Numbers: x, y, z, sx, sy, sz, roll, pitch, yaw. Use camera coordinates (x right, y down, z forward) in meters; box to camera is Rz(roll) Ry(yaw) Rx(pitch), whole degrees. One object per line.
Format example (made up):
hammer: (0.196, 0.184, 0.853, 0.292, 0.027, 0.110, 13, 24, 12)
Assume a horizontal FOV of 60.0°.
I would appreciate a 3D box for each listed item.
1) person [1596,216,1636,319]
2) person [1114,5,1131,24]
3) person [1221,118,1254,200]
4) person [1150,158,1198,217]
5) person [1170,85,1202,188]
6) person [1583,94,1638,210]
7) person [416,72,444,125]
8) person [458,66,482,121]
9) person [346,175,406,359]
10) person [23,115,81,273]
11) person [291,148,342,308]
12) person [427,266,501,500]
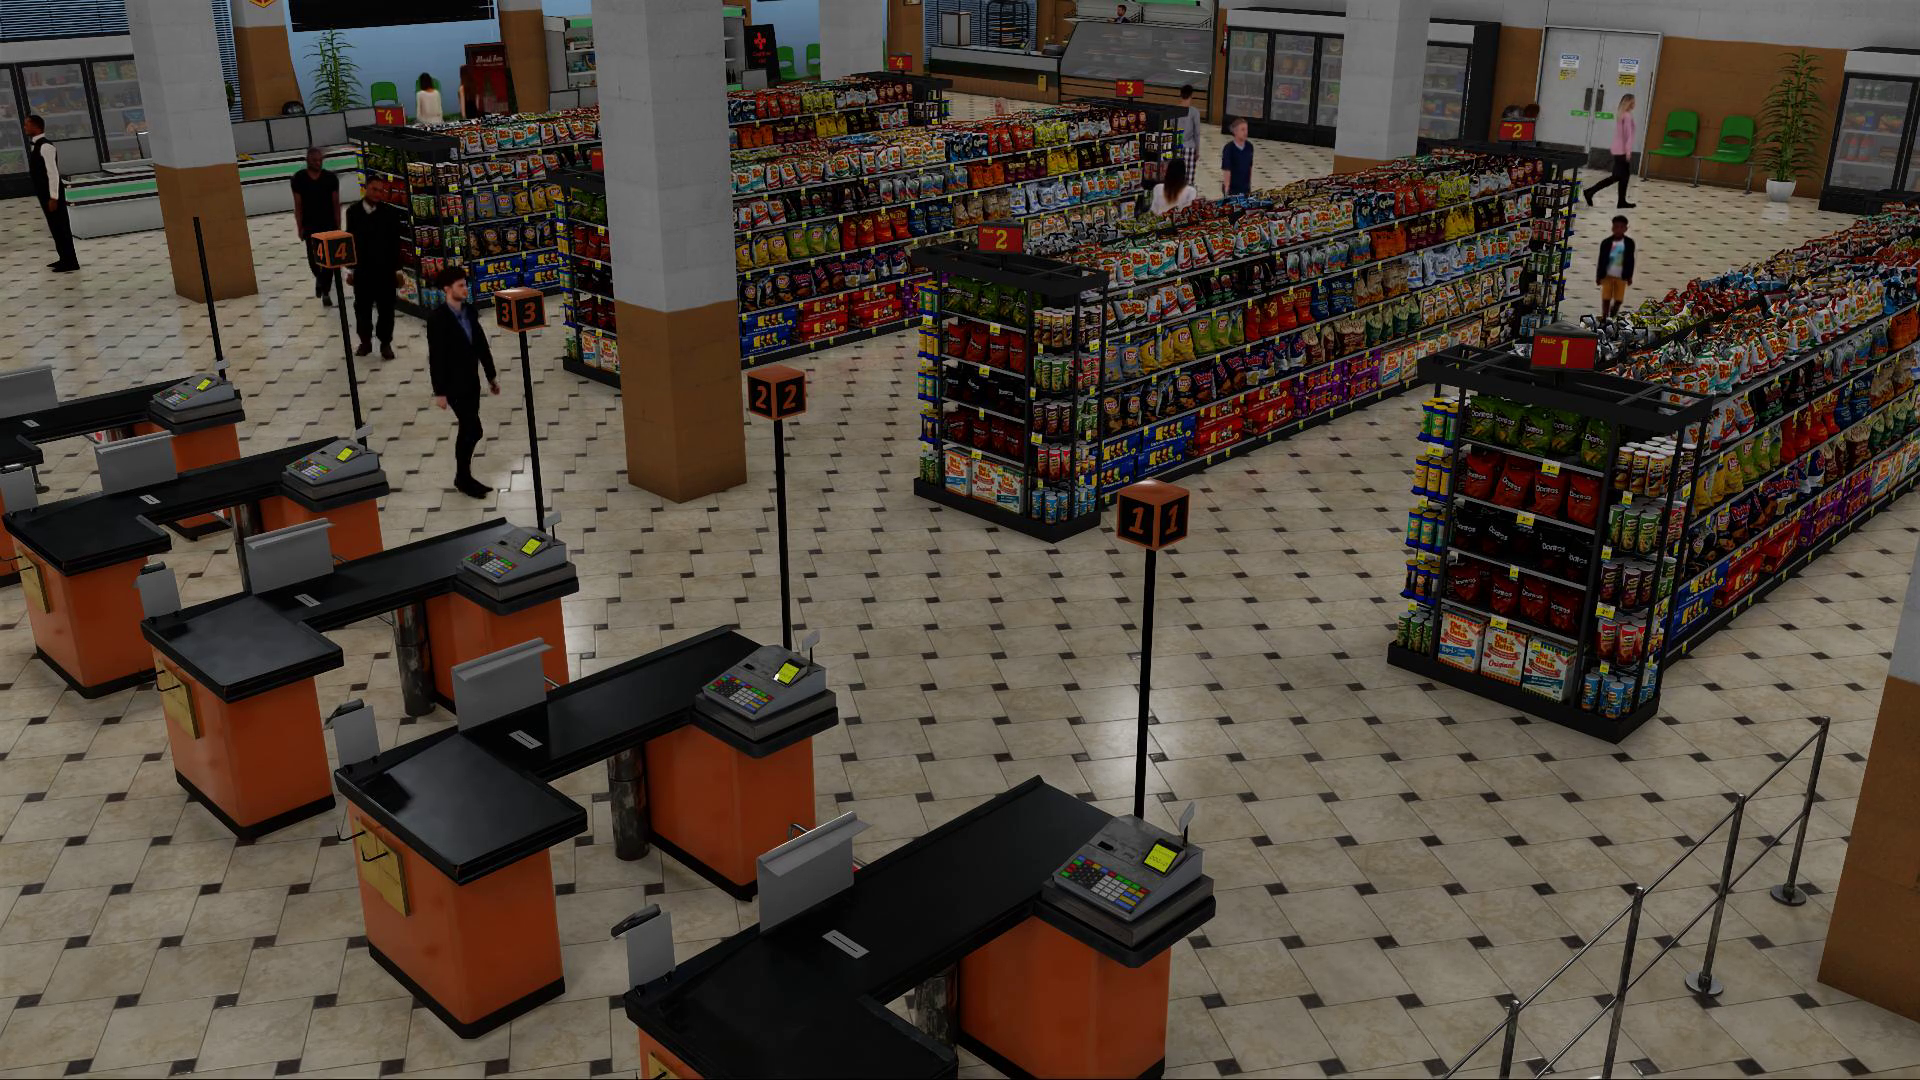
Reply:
person: (7.156, -2.924, 18.174, 0.676, 1.260, 0.769, 7, 23, 17)
person: (3.718, -11.424, 38.514, 0.612, 1.868, 0.569, 20, 29, 41)
person: (3.425, -4.371, 20.976, 0.807, 1.856, 0.825, -13, 25, -29)
person: (2.432, -3.538, 19.152, 0.774, 1.669, 0.820, 12, 25, 27)
person: (3.274, -5.711, 24.323, 0.691, 1.847, 0.655, 10, 24, 23)
person: (9.690, -5.717, 24.579, 0.999, 1.667, 1.053, 5, 22, 11)
person: (-8.628, -6.780, 27.221, 0.711, 1.670, 0.689, -19, 29, -39)
person: (-8.085, -6.979, 27.690, 0.751, 1.690, 1.002, 15, 26, 33)
person: (-5.974, -2.756, 16.946, 0.819, 1.865, 0.917, 2, 22, 4)
person: (-11.376, -4.341, 20.817, 0.616, 1.918, 0.727, -16, 27, -34)
person: (-7.347, -3.601, 19.139, 0.841, 1.797, 0.894, -6, 23, -15)
person: (-4.028, -1.246, 13.175, 0.867, 1.874, 0.751, 6, 23, 14)
